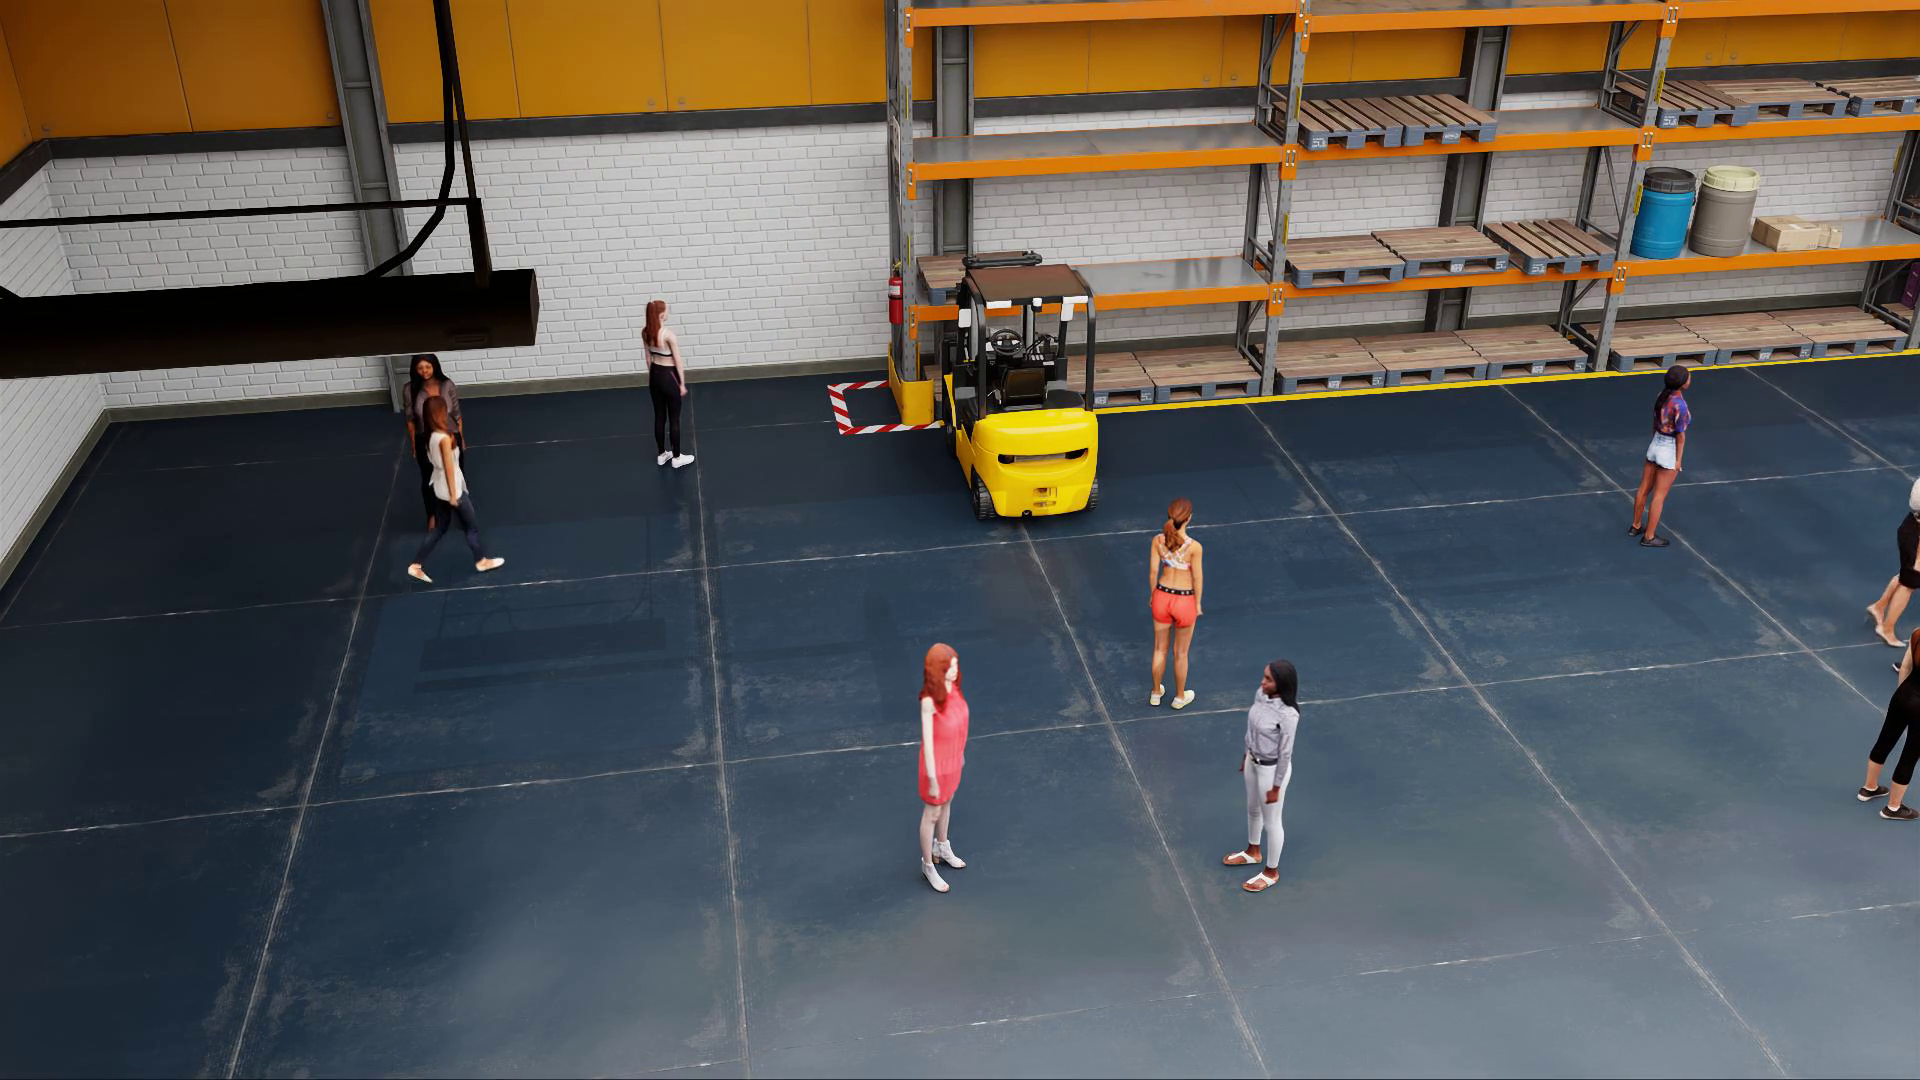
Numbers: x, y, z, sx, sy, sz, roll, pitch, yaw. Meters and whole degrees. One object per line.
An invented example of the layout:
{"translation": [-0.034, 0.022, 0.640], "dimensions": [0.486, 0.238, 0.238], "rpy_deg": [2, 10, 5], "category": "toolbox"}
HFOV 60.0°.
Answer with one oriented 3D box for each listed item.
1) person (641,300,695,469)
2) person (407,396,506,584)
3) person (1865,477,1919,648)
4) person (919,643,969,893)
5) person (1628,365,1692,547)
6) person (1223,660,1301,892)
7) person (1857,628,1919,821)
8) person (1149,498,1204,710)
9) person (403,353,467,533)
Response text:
{"translation": [-2.951, -1.560, 16.579], "dimensions": [0.654, 1.740, 0.725], "rpy_deg": [17, 33, 28], "category": "person"}
{"translation": [-4.543, -0.410, 14.454], "dimensions": [1.169, 1.757, 0.953], "rpy_deg": [-22, 36, -35], "category": "person"}
{"translation": [7.796, 0.021, 13.692], "dimensions": [0.797, 1.730, 0.773], "rpy_deg": [13, 31, 22], "category": "person"}
{"translation": [-0.127, 1.470, 10.933], "dimensions": [0.695, 1.828, 0.670], "rpy_deg": [13, 31, 23], "category": "person"}
{"translation": [6.403, -0.781, 15.148], "dimensions": [0.517, 1.743, 0.592], "rpy_deg": [-6, 29, -11], "category": "person"}
{"translation": [2.022, 1.519, 10.952], "dimensions": [0.572, 1.725, 0.627], "rpy_deg": [-10, 30, -17], "category": "person"}
{"translation": [6.664, 1.159, 11.609], "dimensions": [0.519, 1.726, 0.573], "rpy_deg": [-7, 29, -13], "category": "person"}
{"translation": [1.643, 0.492, 12.764], "dimensions": [0.659, 1.791, 0.736], "rpy_deg": [13, 31, 22], "category": "person"}
{"translation": [-4.788, -0.895, 15.256], "dimensions": [0.614, 1.840, 0.766], "rpy_deg": [-12, 31, -21], "category": "person"}
